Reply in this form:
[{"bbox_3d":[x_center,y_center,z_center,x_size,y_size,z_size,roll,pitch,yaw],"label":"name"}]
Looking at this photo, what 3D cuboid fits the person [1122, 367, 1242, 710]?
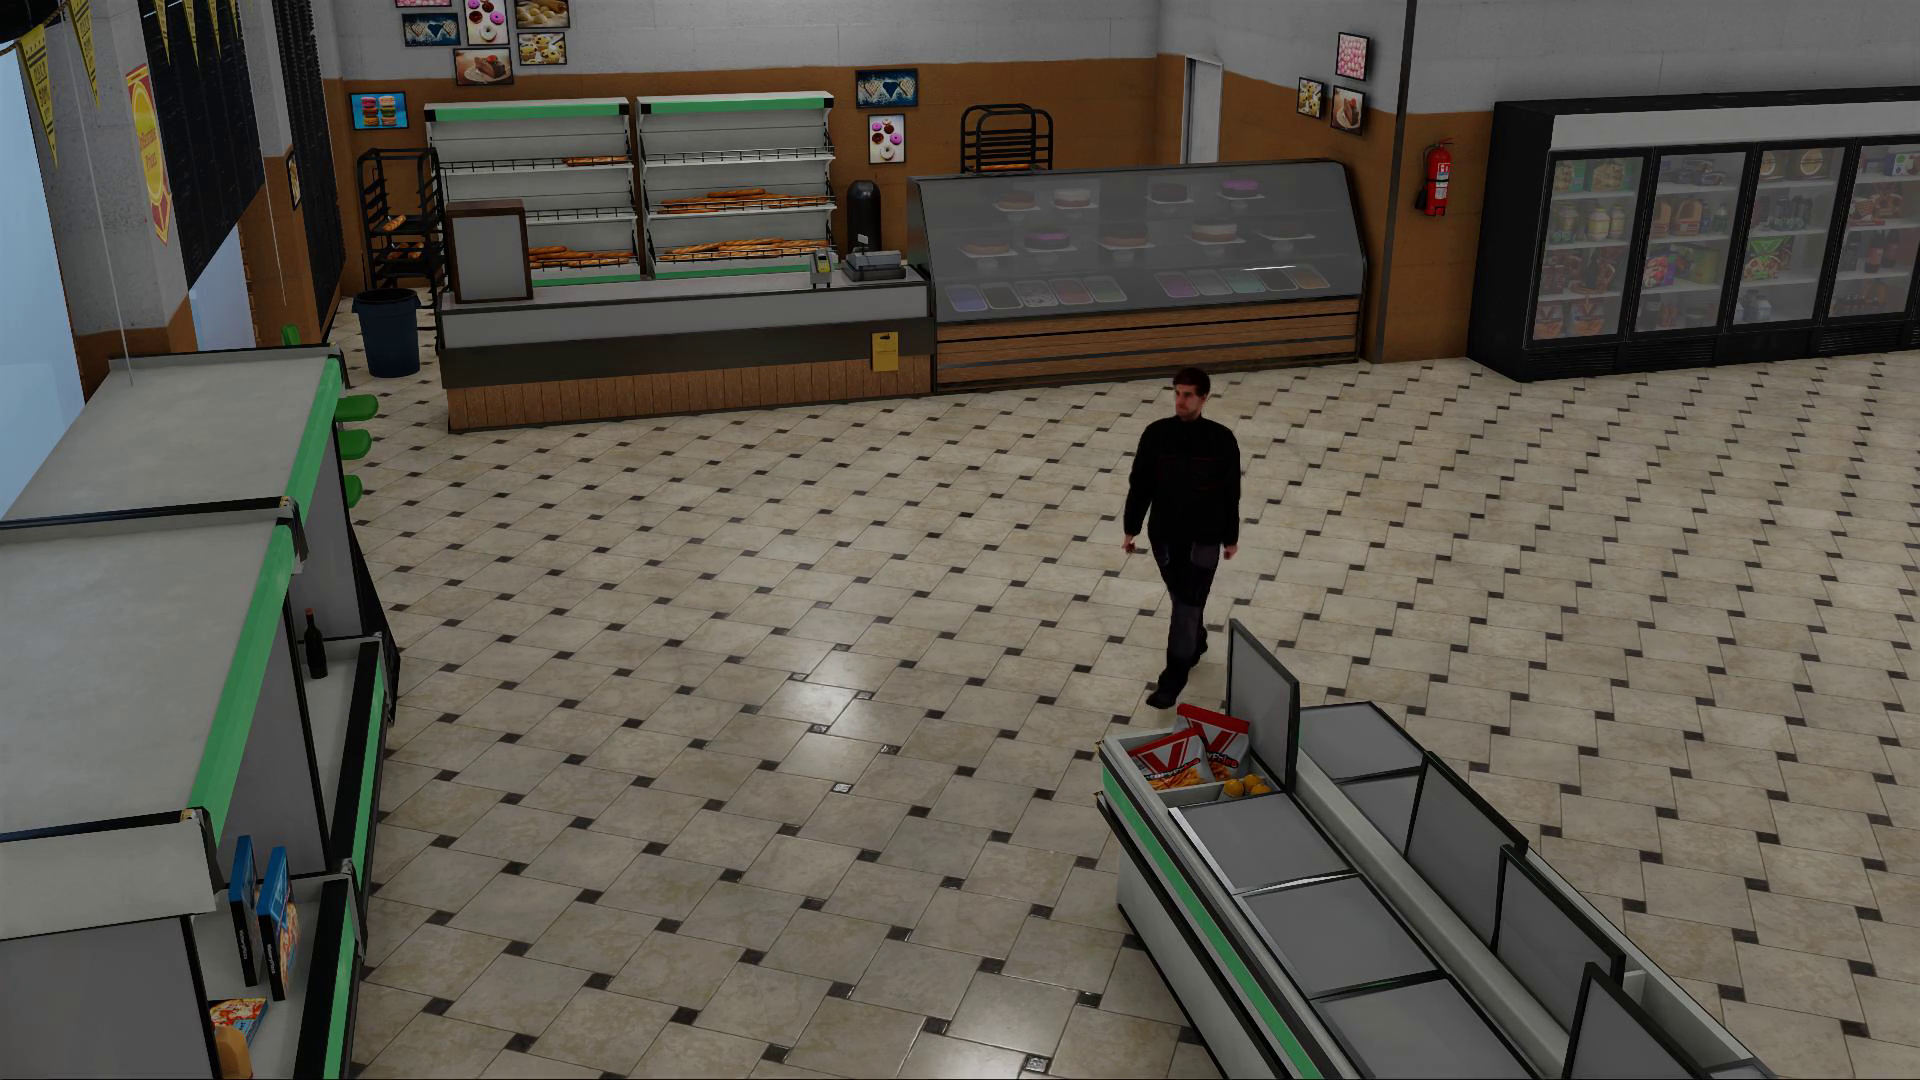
[{"bbox_3d":[1.246,-0.048,8.877,1.194,1.796,1.244,13,25,28],"label":"person"}]
